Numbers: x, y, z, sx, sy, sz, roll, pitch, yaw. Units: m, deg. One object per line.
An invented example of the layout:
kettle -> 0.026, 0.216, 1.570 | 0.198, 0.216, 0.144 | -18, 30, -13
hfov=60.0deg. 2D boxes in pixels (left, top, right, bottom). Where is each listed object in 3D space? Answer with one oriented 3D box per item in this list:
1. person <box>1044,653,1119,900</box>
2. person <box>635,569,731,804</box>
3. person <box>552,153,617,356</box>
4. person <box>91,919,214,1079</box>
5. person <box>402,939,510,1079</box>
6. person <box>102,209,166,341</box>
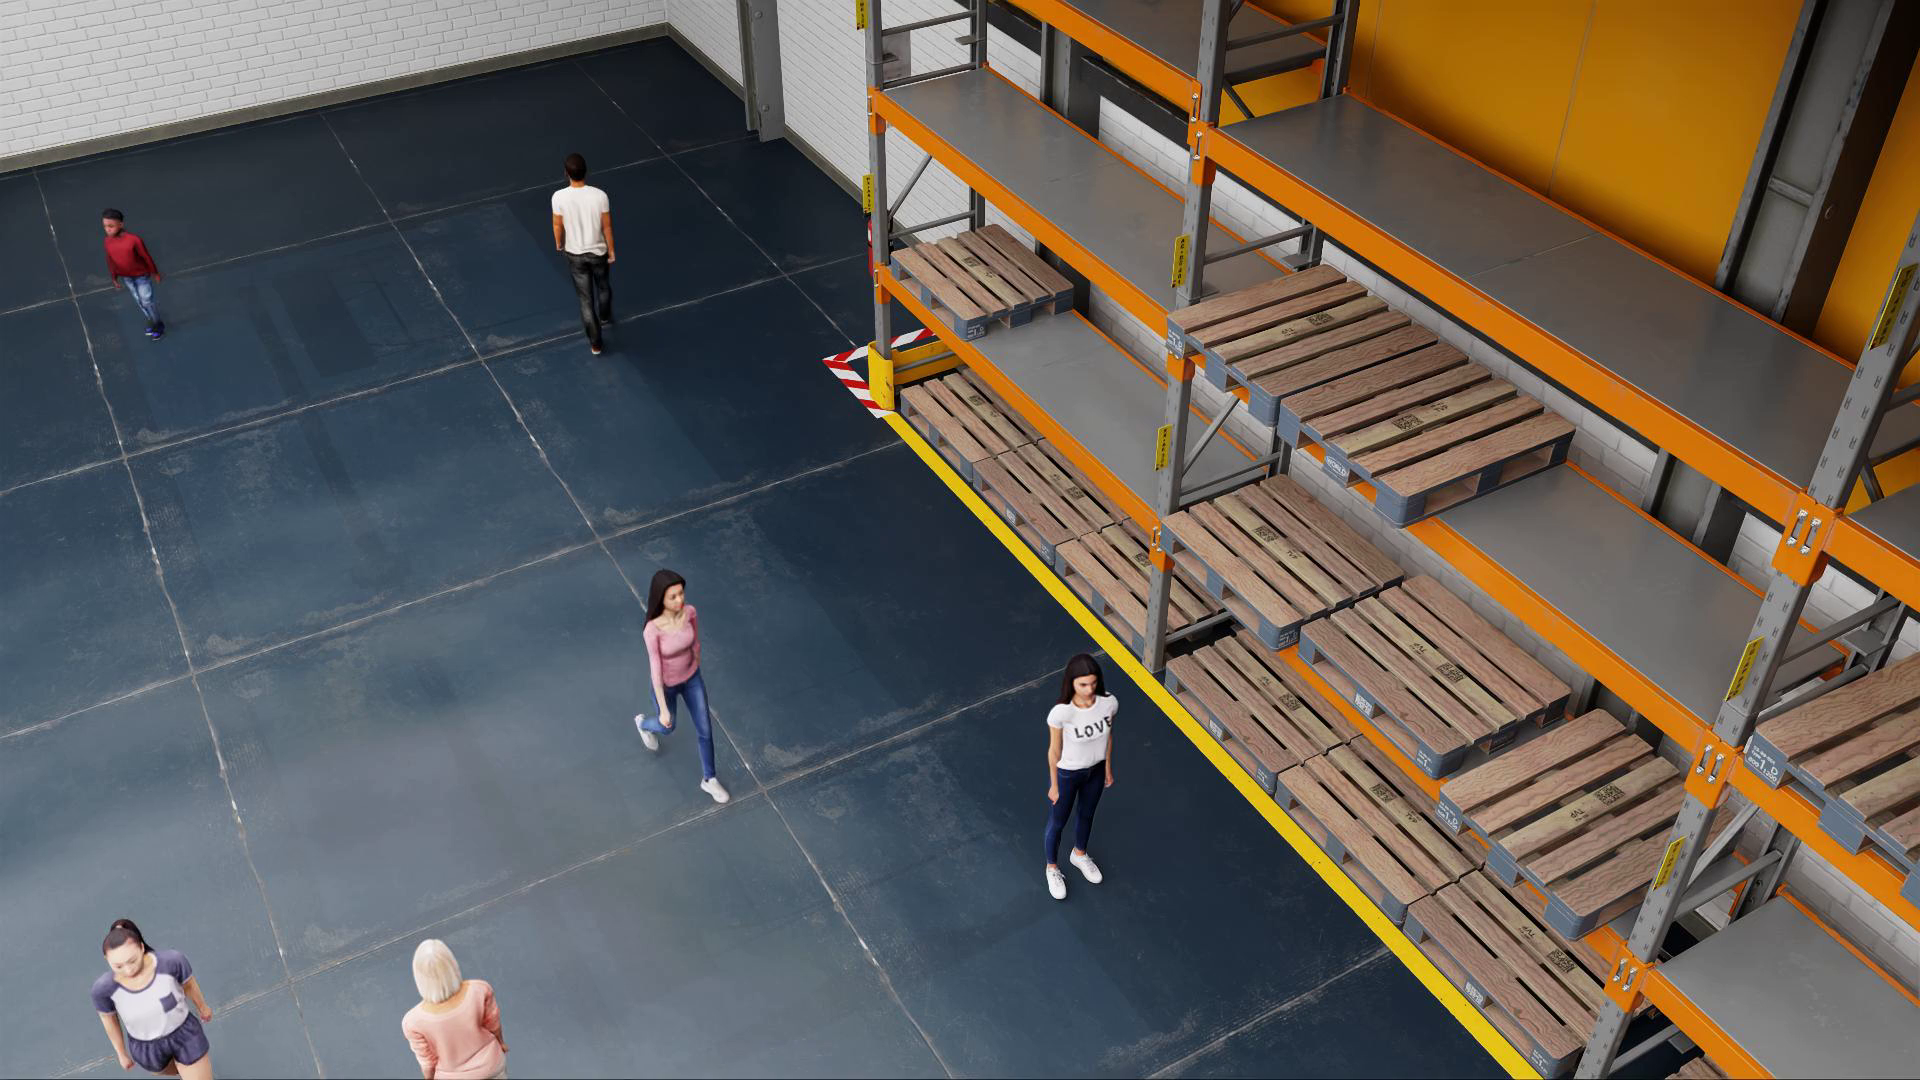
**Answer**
person -> 0.679, 1.361, 9.703 | 0.593, 1.775, 0.524 | -17, 42, -21
person -> -1.820, 0.867, 10.369 | 0.728, 1.716, 1.118 | -30, 48, -32
person -> -3.248, -2.454, 14.485 | 0.824, 1.769, 1.103 | -11, 40, -14
person -> -4.036, 2.479, 8.440 | 0.686, 1.604, 1.086 | -16, 41, -19
person -> -2.445, 2.582, 8.214 | 0.627, 1.724, 0.553 | -25, 45, -28
person -> -7.347, -2.421, 14.863 | 0.636, 1.246, 0.683 | 3, 39, 4
